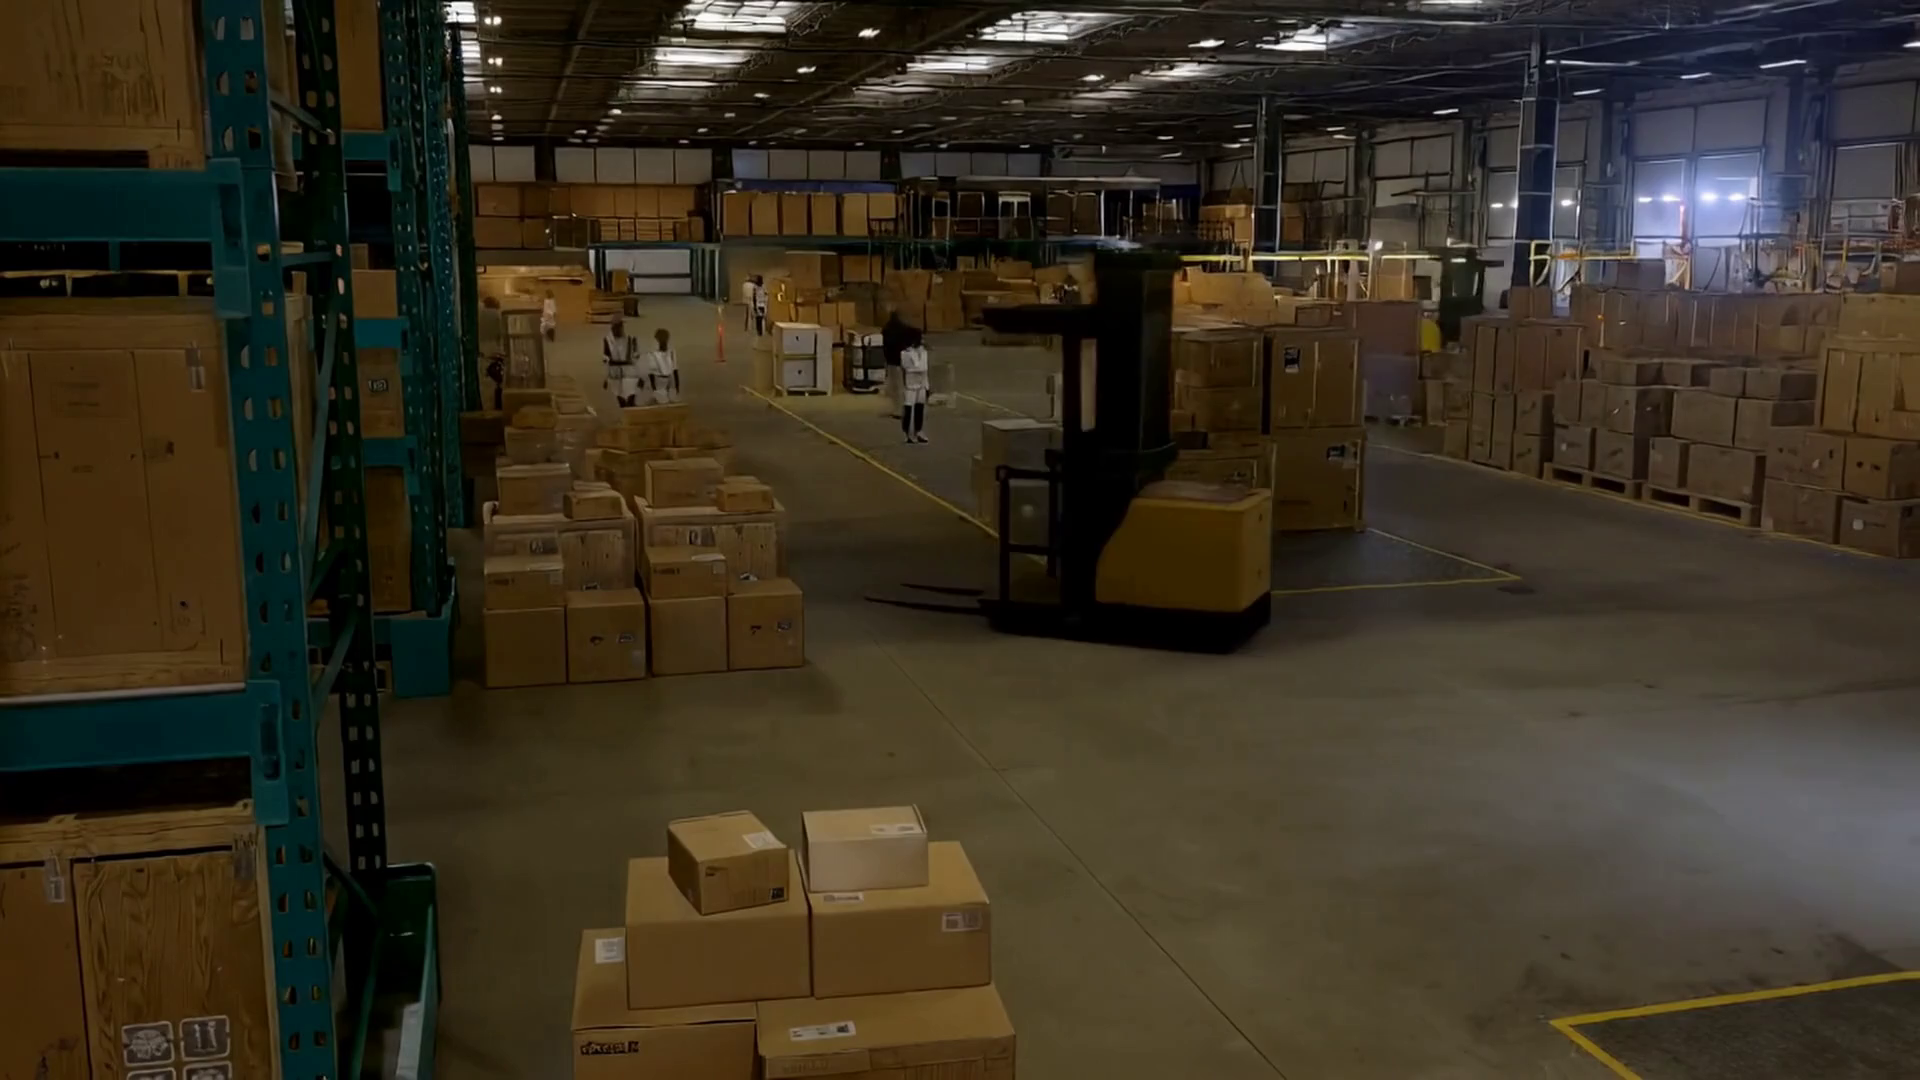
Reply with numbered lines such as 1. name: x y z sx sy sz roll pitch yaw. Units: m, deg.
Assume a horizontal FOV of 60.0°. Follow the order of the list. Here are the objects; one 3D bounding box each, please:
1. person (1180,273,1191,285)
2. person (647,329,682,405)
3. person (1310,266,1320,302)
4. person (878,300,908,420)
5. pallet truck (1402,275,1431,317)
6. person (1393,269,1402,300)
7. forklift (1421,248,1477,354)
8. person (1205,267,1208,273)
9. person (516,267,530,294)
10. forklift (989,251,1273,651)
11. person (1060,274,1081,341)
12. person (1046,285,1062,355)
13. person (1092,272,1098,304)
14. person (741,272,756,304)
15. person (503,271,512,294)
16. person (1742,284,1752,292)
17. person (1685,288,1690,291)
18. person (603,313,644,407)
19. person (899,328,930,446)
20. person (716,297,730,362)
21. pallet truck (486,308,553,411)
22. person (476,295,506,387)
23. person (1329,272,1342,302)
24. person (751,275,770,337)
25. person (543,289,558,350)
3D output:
1. person: 8.431 -9.068 62.379 0.354 1.876 0.574 -5 11 -28
2. person: -4.280 -2.215 24.078 0.550 1.683 0.366 -9 13 -41
3. person: 17.735 -12.759 83.187 0.395 1.910 0.586 -7 12 -35
4. person: -1.098 -2.963 27.499 0.498 1.972 0.638 9 13 40
5. pallet truck: 14.620 -7.324 52.145 0.823 1.965 1.885 8 13 40
6. person: 20.432 -11.755 77.686 0.799 1.847 0.521 10 14 43
7. forklift: 12.209 -5.798 41.002 1.129 2.768 1.873 -6 11 -29
8. person: 11.421 -11.686 77.081 0.369 1.913 0.597 9 13 41
9. person: -18.991 -10.893 72.400 0.628 1.978 0.717 0 10 -2
10. forklift: 1.299 -0.717 12.234 1.873 2.768 1.129 4 11 24
11. person: 3.403 -7.058 50.516 0.688 2.000 0.536 -3 11 -18
12. person: 2.497 -5.832 44.102 0.325 1.860 0.507 -8 13 -40
13. person: 5.067 -8.951 61.518 0.396 1.948 0.611 4 11 21
14. person: -7.679 -8.773 60.565 0.565 1.919 0.433 1 10 6
15. person: -22.045 -12.284 81.117 0.867 1.686 0.547 -2 10 -13
16. person: 20.970 -5.852 44.169 0.566 1.888 0.801 6 11 29
17. person: 18.259 -5.419 41.829 0.630 1.831 0.589 9 14 42
18. person: -5.045 -2.432 24.781 0.577 1.884 0.787 1 10 7
19. person: -0.646 -2.221 24.103 0.316 1.696 0.541 10 14 43
20. person: -5.901 -5.222 41.289 0.316 1.629 0.508 -3 10 -15
21. pallet truck: -6.242 -2.418 24.362 0.823 1.965 1.885 1 10 3
22. person: -9.448 -3.994 33.629 0.631 1.892 1.000 -5 11 -28
23. person: 19.341 -13.117 85.541 0.648 1.792 0.948 -4 11 -21
24. person: -6.329 -7.436 52.885 0.602 1.959 0.379 5 11 27
25. person: -11.395 -6.146 46.368 0.490 1.677 0.551 -8 13 -39
